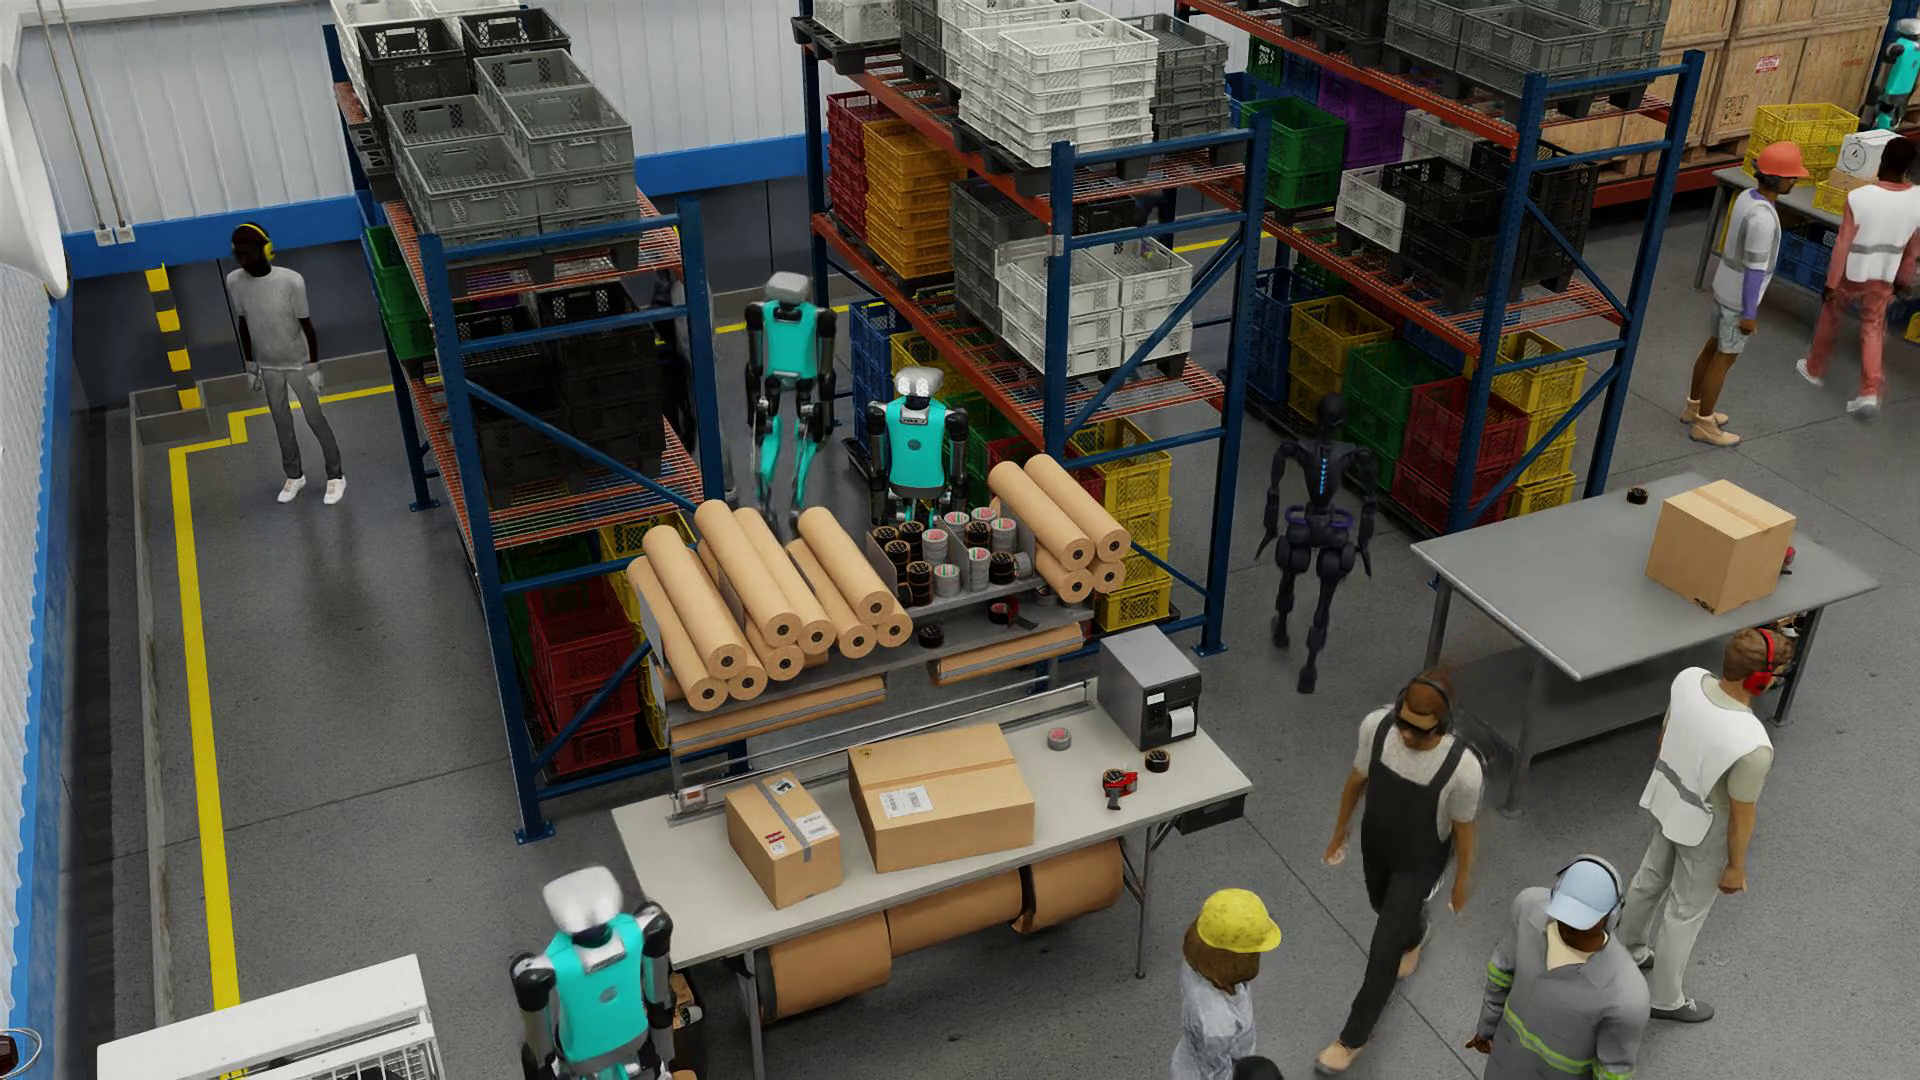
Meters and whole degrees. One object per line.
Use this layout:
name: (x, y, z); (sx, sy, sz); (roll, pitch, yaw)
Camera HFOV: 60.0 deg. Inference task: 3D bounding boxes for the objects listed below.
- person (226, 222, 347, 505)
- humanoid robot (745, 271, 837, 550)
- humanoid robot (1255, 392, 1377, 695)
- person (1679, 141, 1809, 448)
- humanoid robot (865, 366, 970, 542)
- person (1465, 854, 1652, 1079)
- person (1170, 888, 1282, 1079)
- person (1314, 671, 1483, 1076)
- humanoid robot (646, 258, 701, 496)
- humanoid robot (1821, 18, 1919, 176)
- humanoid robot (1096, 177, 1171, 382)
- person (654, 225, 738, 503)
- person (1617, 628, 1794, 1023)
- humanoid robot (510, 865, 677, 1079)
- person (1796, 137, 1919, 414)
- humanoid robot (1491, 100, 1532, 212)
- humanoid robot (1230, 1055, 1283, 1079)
person: (-4.149, -1.068, 10.194); (0.492, 1.860, 0.321); (3, 32, 5)
humanoid robot: (-1.004, -0.589, 9.552); (0.545, 1.822, 0.695); (5, 32, 8)
humanoid robot: (1.870, -0.036, 8.702); (0.609, 1.633, 0.646); (6, 32, 10)
person: (5.128, -1.607, 10.890); (0.378, 2.045, 0.604); (6, 32, 9)
humanoid robot: (-0.185, -0.244, 8.839); (0.533, 1.677, 0.735); (4, 32, 7)
person: (1.941, 1.774, 5.579); (0.365, 1.852, 0.590); (-14, 34, -22)
person: (0.851, 1.834, 5.584); (0.305, 1.742, 0.493); (1, 32, 2)
person: (1.760, 1.213, 6.549); (0.909, 1.810, 0.550); (-26, 40, -36)
humanoid robot: (-1.780, -1.036, 10.327); (0.369, 1.641, 0.590); (14, 34, 21)
humanoid robot: (7.940, -3.756, 14.593); (0.538, 1.718, 0.712); (-15, 35, -23)
humanoid robot: (1.194, -1.978, 11.877); (0.602, 1.635, 0.756); (-6, 32, -10)
person: (-1.628, -1.076, 10.212); (0.359, 1.856, 0.529); (-12, 34, -19)
person: (2.926, 1.135, 6.630); (0.390, 1.837, 0.562); (-6, 32, -9)
humanoid robot: (-1.360, 1.715, 5.824); (0.550, 1.797, 0.893); (-20, 37, -30)
person: (6.227, -1.823, 11.385); (0.593, 1.882, 0.938); (2, 32, 3)
humanoid robot: (4.583, -2.942, 13.393); (0.805, 1.803, 0.530); (12, 34, 18)
humanoid robot: (0.795, 2.181, 5.084); (0.595, 1.653, 0.381); (-6, 32, -10)
